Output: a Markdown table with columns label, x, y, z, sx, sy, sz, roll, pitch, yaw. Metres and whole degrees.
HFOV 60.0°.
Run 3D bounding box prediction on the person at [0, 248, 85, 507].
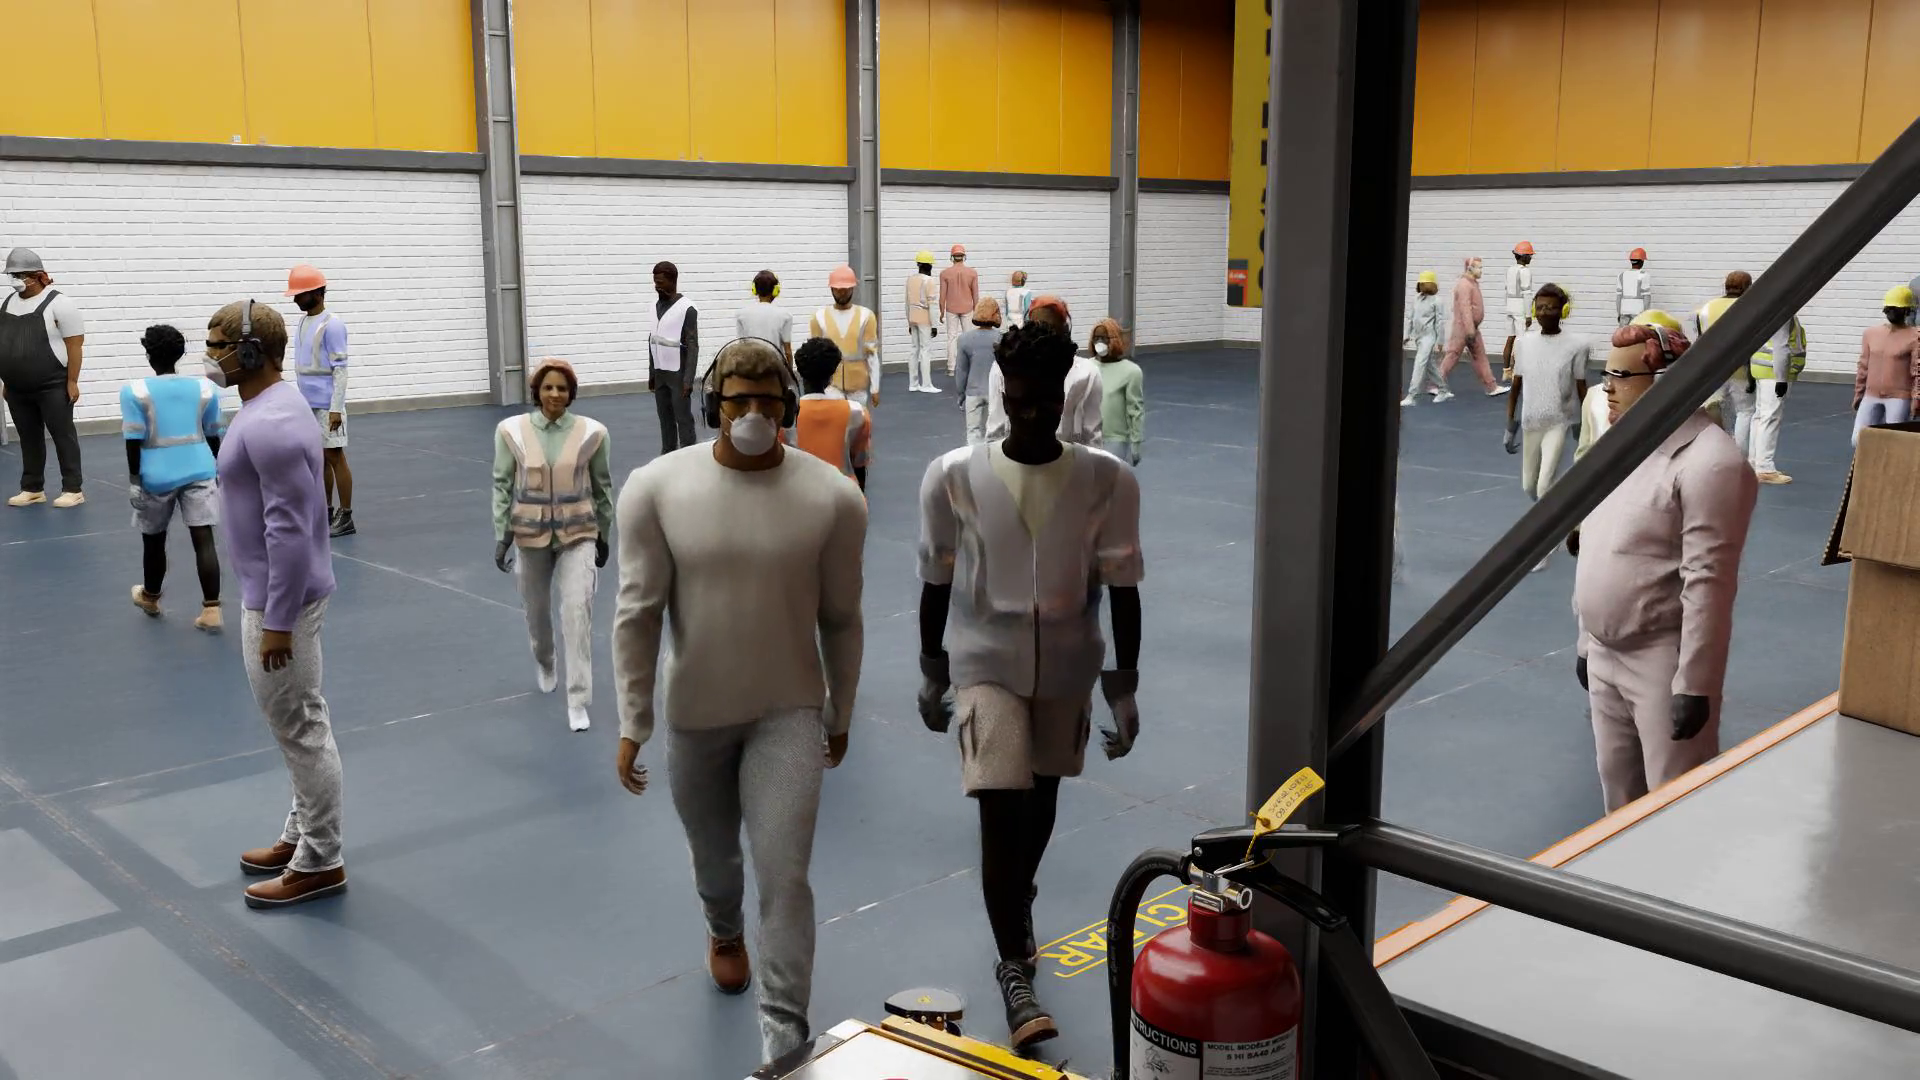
| label | x | y | z | sx | sy | sz | roll | pitch | yaw |
| --- | --- | --- | --- | --- | --- | --- | --- | --- | --- |
| person | -7.251 | -1.264 | 13.039 | 0.688 | 2.000 | 0.535 | 2 | 11 | 9 |

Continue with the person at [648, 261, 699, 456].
| label | x | y | z | sx | sy | sz | roll | pitch | yaw |
| --- | --- | --- | --- | --- | --- | --- | --- | --- | --- |
| person | -2.459 | -1.424 | 14.259 | 0.588 | 1.914 | 0.392 | 9 | 14 | 41 |

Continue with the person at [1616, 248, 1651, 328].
| label | x | y | z | sx | sy | sz | roll | pitch | yaw |
| --- | --- | --- | --- | --- | --- | --- | --- | --- | --- |
| person | 10.301 | -3.485 | 25.425 | 0.362 | 1.939 | 0.542 | -8 | 13 | -37 |

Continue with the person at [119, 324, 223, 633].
| label | x | y | z | sx | sy | sz | roll | pitch | yaw |
| --- | --- | --- | --- | --- | --- | --- | --- | --- | --- |
| person | -4.291 | -0.343 | 9.060 | 0.552 | 1.644 | 0.872 | -10 | 14 | -44 |

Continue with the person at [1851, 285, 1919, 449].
| label | x | y | z | sx | sy | sz | roll | pitch | yaw |
| --- | --- | --- | --- | --- | --- | --- | --- | --- | --- |
| person | 7.257 | -1.110 | 12.981 | 0.416 | 1.750 | 0.540 | -7 | 12 | -32 |

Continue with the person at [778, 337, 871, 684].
| label | x | y | z | sx | sy | sz | roll | pitch | yaw |
| --- | --- | --- | --- | --- | --- | --- | --- | --- | --- |
| person | -0.676 | -0.109 | 7.773 | 0.542 | 1.661 | 0.705 | -3 | 11 | -17 |

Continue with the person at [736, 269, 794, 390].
| label | x | y | z | sx | sy | sz | roll | pitch | yaw |
| --- | --- | --- | --- | --- | --- | --- | --- | --- | --- |
| person | -1.636 | -1.344 | 14.043 | 0.514 | 1.841 | 0.711 | 0 | 10 | 2 |

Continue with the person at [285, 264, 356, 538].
| label | x | y | z | sx | sy | sz | roll | pitch | yaw |
| --- | --- | --- | --- | --- | --- | --- | --- | --- | --- |
| person | -4.542 | -0.976 | 11.776 | 0.542 | 1.929 | 0.368 | 9 | 14 | 40 |

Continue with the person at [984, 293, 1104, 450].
| label | x | y | z | sx | sy | sz | roll | pitch | yaw |
| --- | --- | --- | --- | --- | --- | --- | --- | --- | --- |
| person | 0.423 | -0.285 | 8.202 | 0.582 | 1.863 | 0.802 | 3 | 11 | 17 |

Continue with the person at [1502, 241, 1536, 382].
| label | x | y | z | sx | sy | sz | roll | pitch | yaw |
| --- | --- | --- | --- | --- | --- | --- | --- | --- | --- |
| person | 8.139 | -3.308 | 24.177 | 0.373 | 2.044 | 0.608 | -2 | 11 | -12 |

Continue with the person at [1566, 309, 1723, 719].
| label | x | y | z | sx | sy | sz | roll | pitch | yaw |
| --- | --- | --- | --- | --- | --- | --- | --- | --- | --- |
| person | 2.894 | -0.068 | 7.100 | 0.617 | 1.821 | 0.426 | 8 | 13 | 38 |

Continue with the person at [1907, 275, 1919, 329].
| label | x | y | z | sx | sy | sz | roll | pitch | yaw |
| --- | --- | --- | --- | --- | --- | --- | --- | --- | --- |
| person | 12.250 | -2.662 | 20.938 | 0.373 | 1.940 | 0.630 | -10 | 14 | -43 |

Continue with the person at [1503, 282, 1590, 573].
| label | x | y | z | sx | sy | sz | roll | pitch | yaw |
| --- | --- | --- | --- | --- | --- | --- | --- | --- | --- |
| person | 3.818 | -0.739 | 10.745 | 0.532 | 1.847 | 0.818 | 9 | 14 | 41 |

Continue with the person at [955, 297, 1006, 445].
| label | x | y | z | sx | sy | sz | roll | pitch | yaw |
| --- | --- | --- | --- | --- | --- | --- | --- | --- | --- |
| person | 0.217 | -1.159 | 13.573 | 0.507 | 1.632 | 0.272 | 2 | 11 | 12 |

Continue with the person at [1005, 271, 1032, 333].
| label | x | y | z | sx | sy | sz | roll | pitch | yaw |
| --- | --- | --- | --- | --- | --- | --- | --- | --- | --- |
| person | 0.907 | -3.080 | 24.074 | 0.546 | 1.609 | 0.700 | 9 | 14 | 42 |

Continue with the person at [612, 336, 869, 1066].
| label | x | y | z | sx | sy | sz | roll | pitch | yaw |
| --- | --- | --- | --- | --- | --- | --- | --- | --- | --- |
| person | -0.552 | 0.414 | 4.301 | 0.636 | 1.902 | 0.995 | -1 | 10 | -5 |

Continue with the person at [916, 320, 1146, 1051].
| label | x | y | z | sx | sy | sz | roll | pitch | yaw |
| --- | --- | --- | --- | --- | --- | --- | --- | --- | --- |
| person | 0.202 | 0.367 | 4.500 | 0.616 | 1.900 | 1.035 | -1 | 10 | -7 |

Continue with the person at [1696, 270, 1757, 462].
| label | x | y | z | sx | sy | sz | roll | pitch | yaw |
| --- | --- | --- | --- | --- | --- | --- | --- | --- | --- |
| person | 6.936 | -1.501 | 14.936 | 0.717 | 1.813 | 0.640 | -9 | 13 | -39 |

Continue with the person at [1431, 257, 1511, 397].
| label | x | y | z | sx | sy | sz | roll | pitch | yaw |
| --- | --- | --- | --- | --- | --- | --- | --- | --- | --- |
| person | 6.750 | -2.794 | 21.916 | 1.033 | 1.842 | 0.649 | 6 | 12 | 29 |

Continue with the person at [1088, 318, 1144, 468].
| label | x | y | z | sx | sy | sz | roll | pitch | yaw |
| --- | --- | --- | --- | --- | --- | --- | --- | --- | --- |
| person | 0.893 | -0.614 | 10.690 | 0.508 | 1.618 | 0.571 | 8 | 13 | 36 |

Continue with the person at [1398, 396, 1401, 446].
| label | x | y | z | sx | sy | sz | roll | pitch | yaw |
| --- | --- | --- | --- | --- | --- | --- | --- | --- | --- |
| person | 2.558 | -0.724 | 10.636 | 0.518 | 1.848 | 0.632 | -1 | 10 | -4 |

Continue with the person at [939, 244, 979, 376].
| label | x | y | z | sx | sy | sz | roll | pitch | yaw |
| --- | --- | --- | --- | --- | --- | --- | --- | --- | --- |
| person | -0.015 | -3.484 | 25.273 | 0.608 | 1.994 | 0.382 | -1 | 10 | -7 |

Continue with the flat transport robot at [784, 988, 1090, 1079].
| label | x | y | z | sx | sy | sz | roll | pitch | yaw |
| --- | --- | --- | --- | --- | --- | --- | --- | --- | --- |
| flat transport robot | -0.274 | 1.362 | 3.546 | 0.652 | 0.197 | 1.431 | 8 | 13 | 36 |

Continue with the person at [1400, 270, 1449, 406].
| label | x | y | z | sx | sy | sz | roll | pitch | yaw |
| --- | --- | --- | --- | --- | --- | --- | --- | --- | --- |
| person | 5.920 | -2.557 | 21.022 | 0.912 | 1.698 | 0.490 | -5 | 11 | -25 |

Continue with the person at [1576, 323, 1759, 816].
| label | x | y | z | sx | sy | sz | roll | pitch | yaw |
| --- | --- | --- | --- | --- | --- | --- | --- | --- | --- |
| person | 1.956 | 0.331 | 4.766 | 0.410 | 1.894 | 0.661 | -2 | 11 | -9 |

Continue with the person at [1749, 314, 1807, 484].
| label | x | y | z | sx | sy | sz | roll | pitch | yaw |
| --- | --- | --- | --- | --- | --- | --- | --- | --- | --- |
| person | 7.071 | -1.412 | 14.391 | 0.429 | 1.839 | 0.634 | 3 | 11 | 15 |

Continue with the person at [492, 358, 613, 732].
| label | x | y | z | sx | sy | sz | roll | pitch | yaw |
| --- | --- | --- | --- | --- | --- | --- | --- | --- | --- |
| person | -1.802 | -0.016 | 7.410 | 0.514 | 1.607 | 0.768 | -2 | 11 | -9 |

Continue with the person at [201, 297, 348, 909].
| label | x | y | z | sx | sy | sz | roll | pitch | yaw |
| --- | --- | --- | --- | --- | --- | --- | --- | --- | --- |
| person | -2.188 | 0.199 | 5.333 | 0.355 | 1.938 | 0.637 | -4 | 11 | -23 |

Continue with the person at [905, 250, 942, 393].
| label | x | y | z | sx | sy | sz | roll | pitch | yaw |
| --- | --- | --- | --- | --- | --- | --- | --- | --- | --- |
| person | -0.502 | -2.959 | 22.591 | 0.388 | 1.926 | 0.590 | -9 | 13 | -39 |

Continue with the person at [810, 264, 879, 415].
| label | x | y | z | sx | sy | sz | roll | pitch | yaw |
| --- | --- | --- | --- | --- | --- | --- | --- | --- | --- |
| person | -0.944 | -1.299 | 13.598 | 0.554 | 1.912 | 0.790 | -1 | 10 | -5 |
